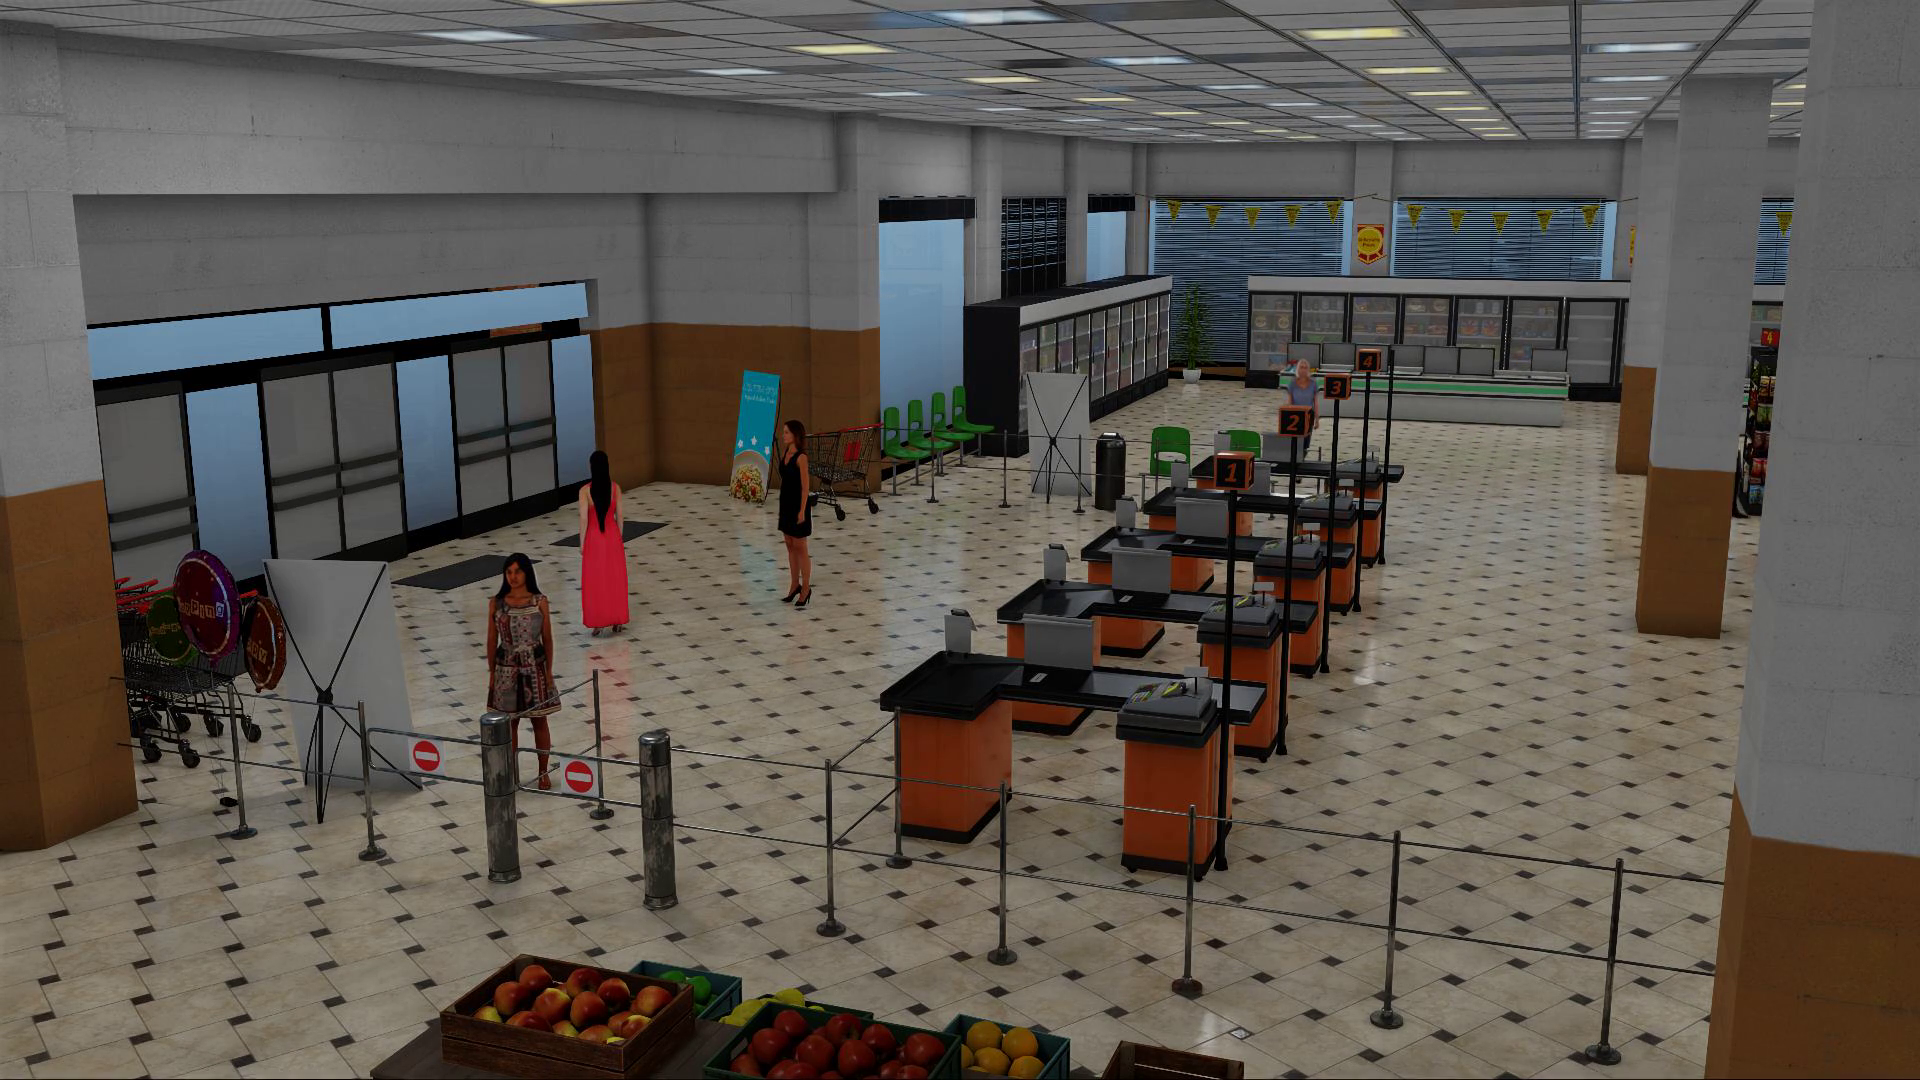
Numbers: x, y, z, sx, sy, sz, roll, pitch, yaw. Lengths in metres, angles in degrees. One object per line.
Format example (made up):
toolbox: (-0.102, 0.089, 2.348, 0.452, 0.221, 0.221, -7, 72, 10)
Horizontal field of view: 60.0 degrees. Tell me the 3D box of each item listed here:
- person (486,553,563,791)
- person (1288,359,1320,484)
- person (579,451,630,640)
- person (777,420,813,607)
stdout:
person: (-2.981, 0.889, 11.330, 0.643, 1.645, 0.784, -2, 12, -8)
person: (4.825, -1.696, 23.465, 1.016, 1.704, 0.858, 0, 12, 1)
person: (-3.264, 0.035, 15.188, 0.714, 1.727, 0.747, -8, 14, -34)
person: (-1.622, -0.266, 16.354, 0.722, 1.835, 0.626, -9, 15, -36)
